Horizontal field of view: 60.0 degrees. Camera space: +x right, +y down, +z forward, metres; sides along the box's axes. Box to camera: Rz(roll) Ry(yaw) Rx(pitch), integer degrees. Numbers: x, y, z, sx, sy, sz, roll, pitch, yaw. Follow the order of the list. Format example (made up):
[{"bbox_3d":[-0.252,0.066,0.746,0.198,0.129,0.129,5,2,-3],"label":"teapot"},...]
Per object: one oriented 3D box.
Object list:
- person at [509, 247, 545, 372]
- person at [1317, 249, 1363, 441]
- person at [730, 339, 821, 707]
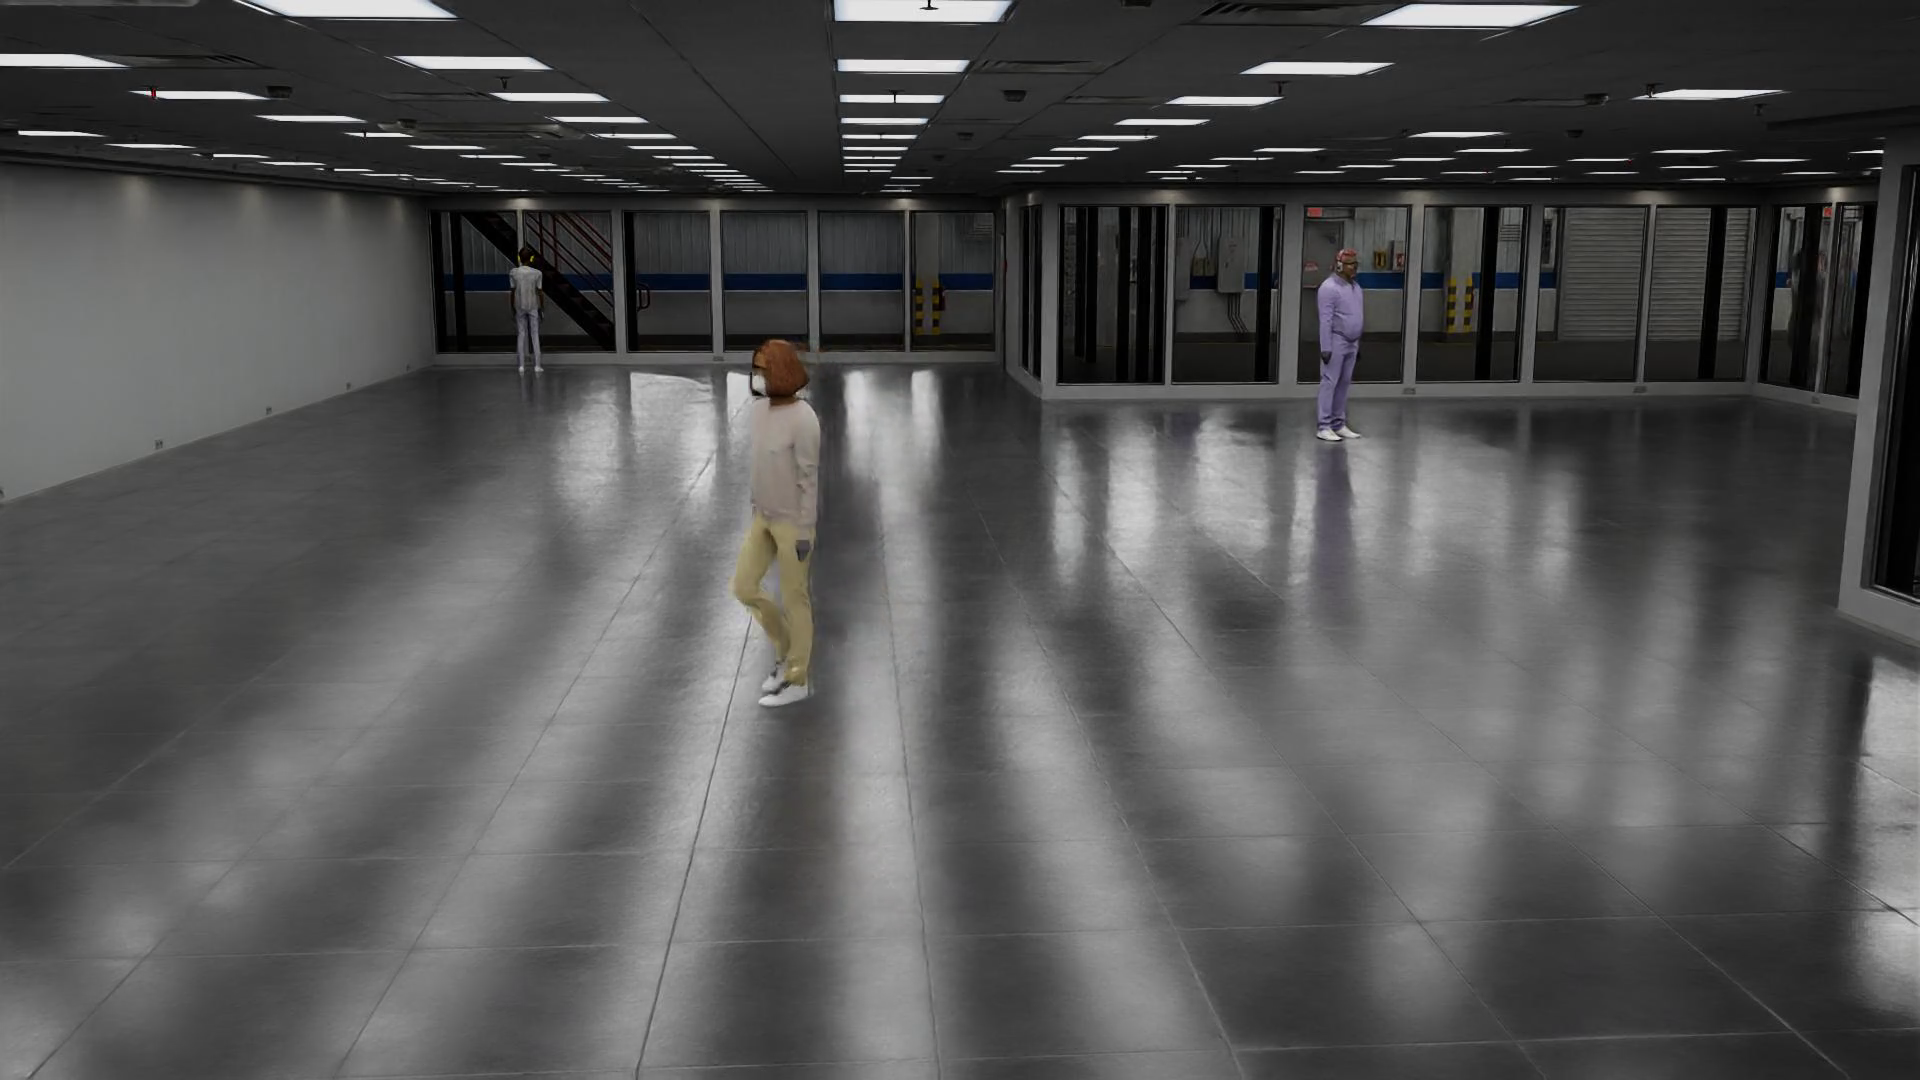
[{"bbox_3d":[-6.456,-3.422,24.791,0.504,1.861,0.329,-2,11,-10],"label":"person"},{"bbox_3d":[3.850,-1.956,16.735,0.399,1.909,0.642,10,14,43],"label":"person"},{"bbox_3d":[-0.804,-0.067,7.292,0.341,1.620,0.520,-9,14,-39],"label":"person"}]
